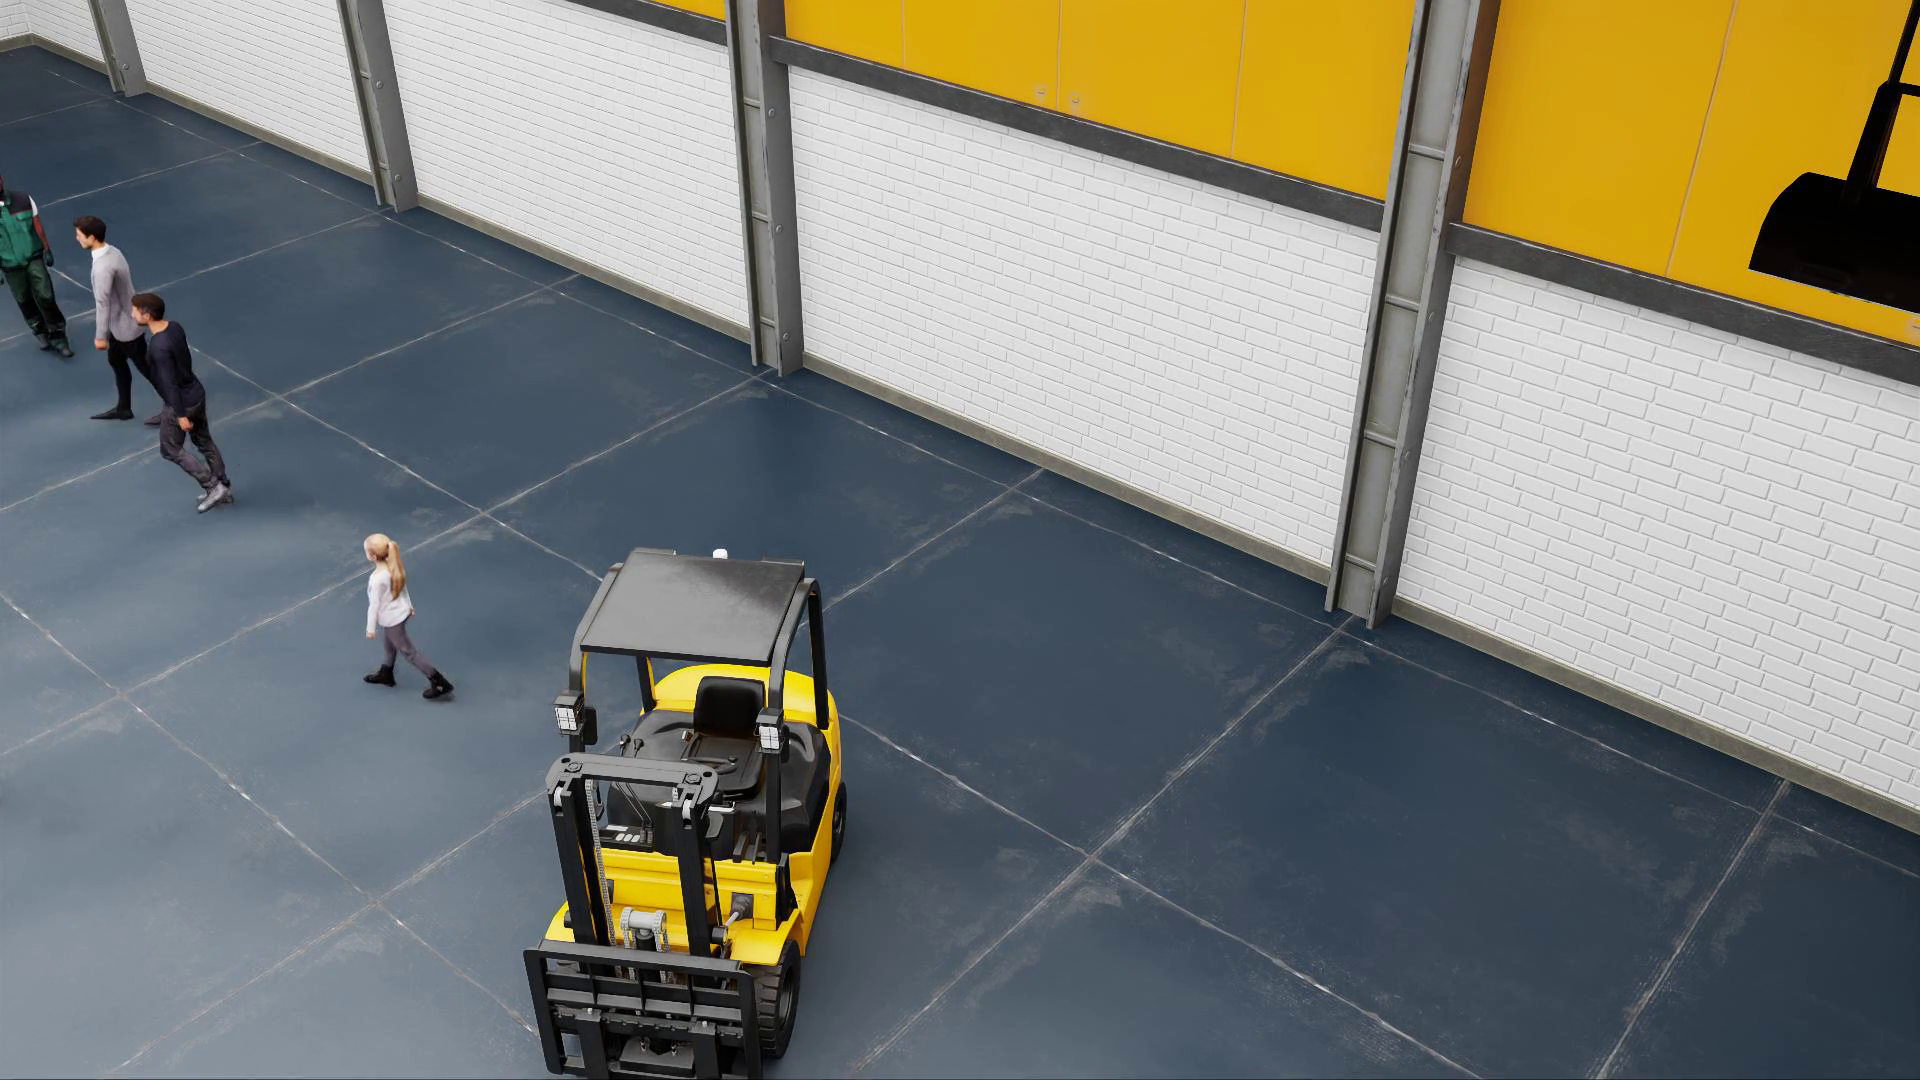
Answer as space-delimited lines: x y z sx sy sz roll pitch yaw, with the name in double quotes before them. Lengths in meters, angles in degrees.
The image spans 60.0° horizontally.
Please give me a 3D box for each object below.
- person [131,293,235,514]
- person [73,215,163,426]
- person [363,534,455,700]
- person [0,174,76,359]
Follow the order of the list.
"person" -5.908 -1.061 12.868 0.844 1.855 0.790 -1 34 -1
"person" -6.911 -1.823 13.977 1.043 1.896 1.065 -14 36 -20
"person" -3.688 0.532 11.012 0.944 1.256 0.810 2 34 3
"person" -8.579 -2.563 15.166 0.845 1.811 1.024 -21 39 -29
